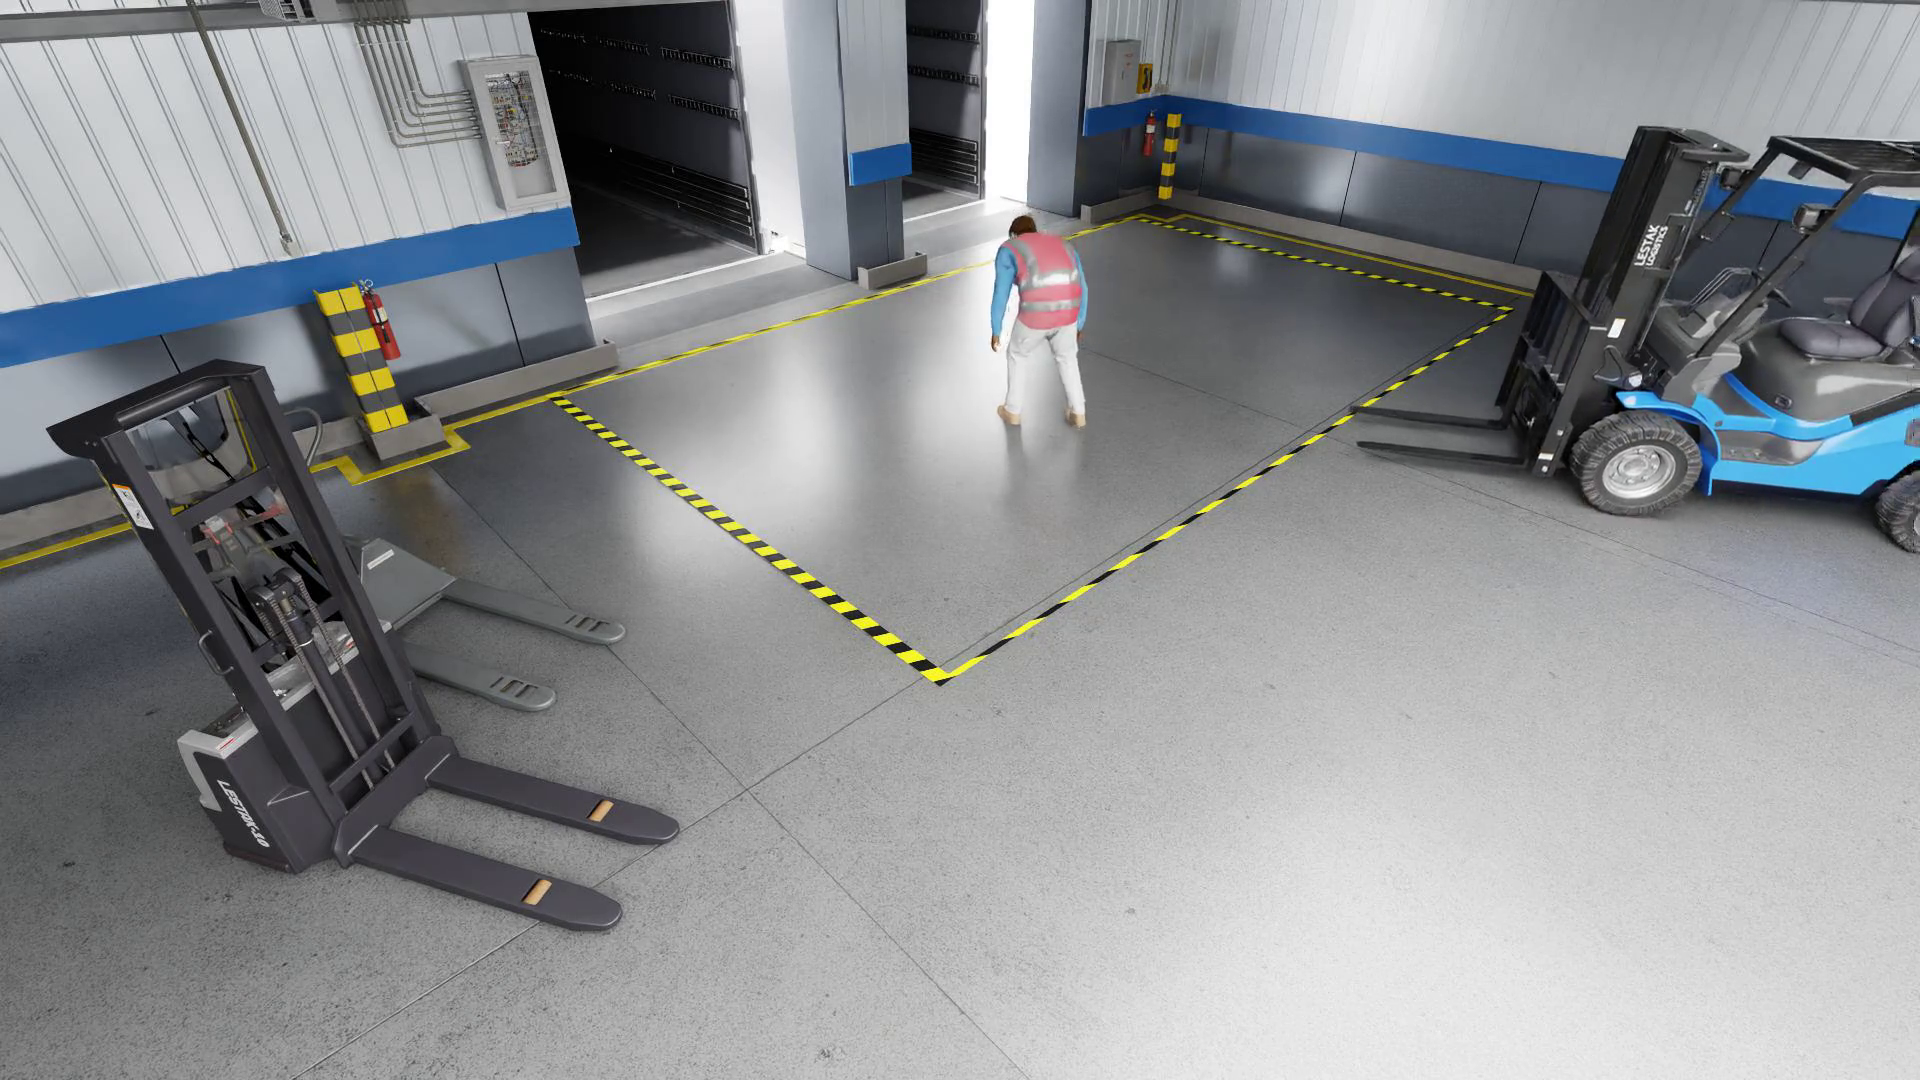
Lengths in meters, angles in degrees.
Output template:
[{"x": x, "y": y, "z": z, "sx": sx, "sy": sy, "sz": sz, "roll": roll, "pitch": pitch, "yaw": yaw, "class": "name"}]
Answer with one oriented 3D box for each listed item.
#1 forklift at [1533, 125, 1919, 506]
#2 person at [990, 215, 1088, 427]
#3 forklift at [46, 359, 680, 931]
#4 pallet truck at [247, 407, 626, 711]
[{"x": 5.196, "y": -1.349, "z": 5.641, "sx": 2.680, "sy": 2.036, "sz": 1.157, "roll": 8, "pitch": 35, "yaw": 12, "class": "forklift"}, {"x": 0.573, "y": -1.597, "z": 6.830, "sx": 0.807, "sy": 1.441, "sz": 0.923, "roll": -12, "pitch": 36, "yaw": -17, "class": "person"}, {"x": -2.135, "y": 0.422, "z": 3.354, "sx": 1.885, "sy": 1.965, "sz": 0.823, "roll": 10, "pitch": 35, "yaw": 14, "class": "forklift"}, {"x": -2.628, "y": 0.038, "z": 4.590, "sx": 1.601, "sy": 1.201, "sz": 0.680, "roll": 12, "pitch": 36, "yaw": 18, "class": "pallet truck"}]
